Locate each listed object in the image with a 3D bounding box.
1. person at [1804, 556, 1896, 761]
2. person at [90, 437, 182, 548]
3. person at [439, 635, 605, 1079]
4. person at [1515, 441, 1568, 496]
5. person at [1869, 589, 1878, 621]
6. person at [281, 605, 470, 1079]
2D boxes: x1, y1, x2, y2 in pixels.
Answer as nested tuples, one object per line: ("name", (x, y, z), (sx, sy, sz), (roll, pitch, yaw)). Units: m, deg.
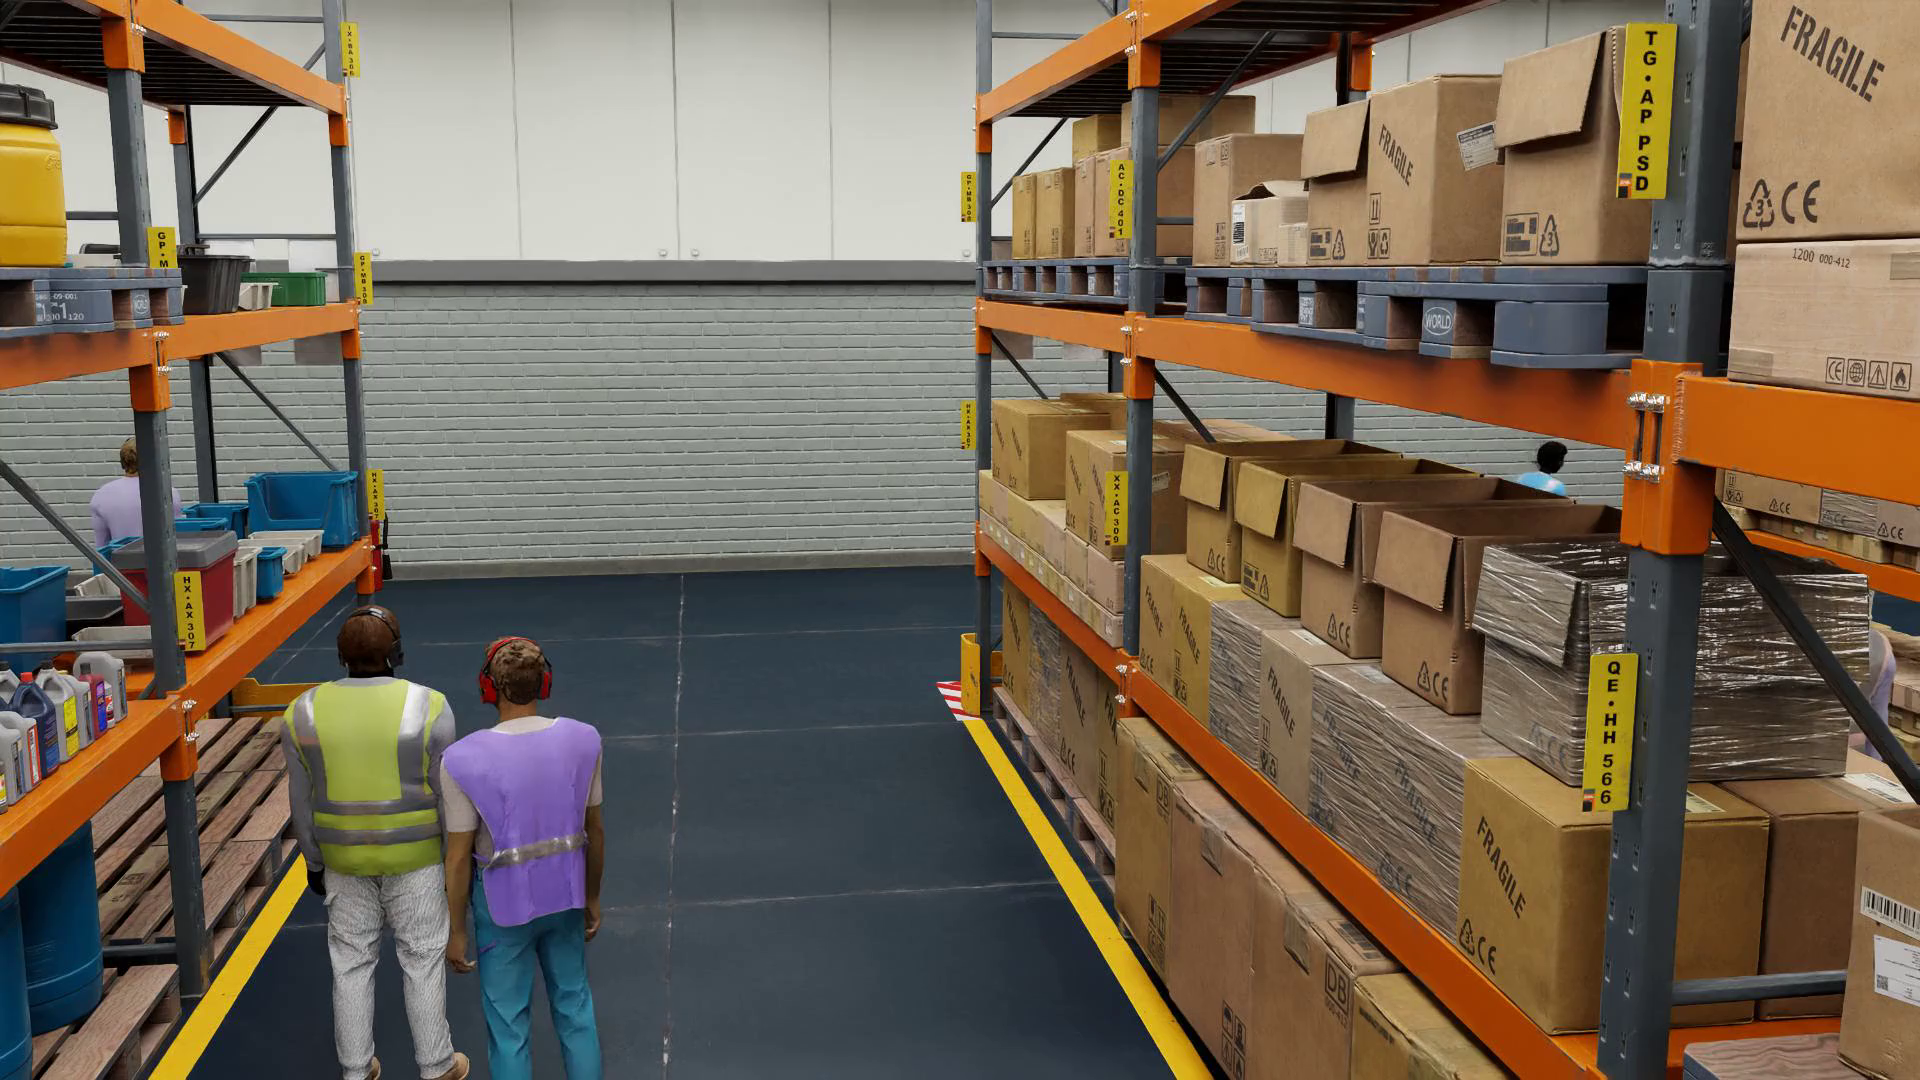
("person", (3.575, 0.979, 7.068), (0.634, 1.842, 0.429), (1, 9, 5))
("person", (-5.430, 0.277, 11.104), (0.627, 1.940, 0.372), (1, 9, 5))
("person", (-1.423, 1.236, 5.533), (0.566, 1.833, 0.417), (-8, 12, -40))
("person", (4.716, -0.005, 13.763), (0.851, 1.643, 0.586), (-5, 10, -28))
("person", (6.175, 0.253, 11.506), (0.510, 1.860, 0.333), (-4, 10, -26))
("person", (-2.090, 1.144, 6.047), (0.625, 1.846, 0.429), (0, 9, -2))
